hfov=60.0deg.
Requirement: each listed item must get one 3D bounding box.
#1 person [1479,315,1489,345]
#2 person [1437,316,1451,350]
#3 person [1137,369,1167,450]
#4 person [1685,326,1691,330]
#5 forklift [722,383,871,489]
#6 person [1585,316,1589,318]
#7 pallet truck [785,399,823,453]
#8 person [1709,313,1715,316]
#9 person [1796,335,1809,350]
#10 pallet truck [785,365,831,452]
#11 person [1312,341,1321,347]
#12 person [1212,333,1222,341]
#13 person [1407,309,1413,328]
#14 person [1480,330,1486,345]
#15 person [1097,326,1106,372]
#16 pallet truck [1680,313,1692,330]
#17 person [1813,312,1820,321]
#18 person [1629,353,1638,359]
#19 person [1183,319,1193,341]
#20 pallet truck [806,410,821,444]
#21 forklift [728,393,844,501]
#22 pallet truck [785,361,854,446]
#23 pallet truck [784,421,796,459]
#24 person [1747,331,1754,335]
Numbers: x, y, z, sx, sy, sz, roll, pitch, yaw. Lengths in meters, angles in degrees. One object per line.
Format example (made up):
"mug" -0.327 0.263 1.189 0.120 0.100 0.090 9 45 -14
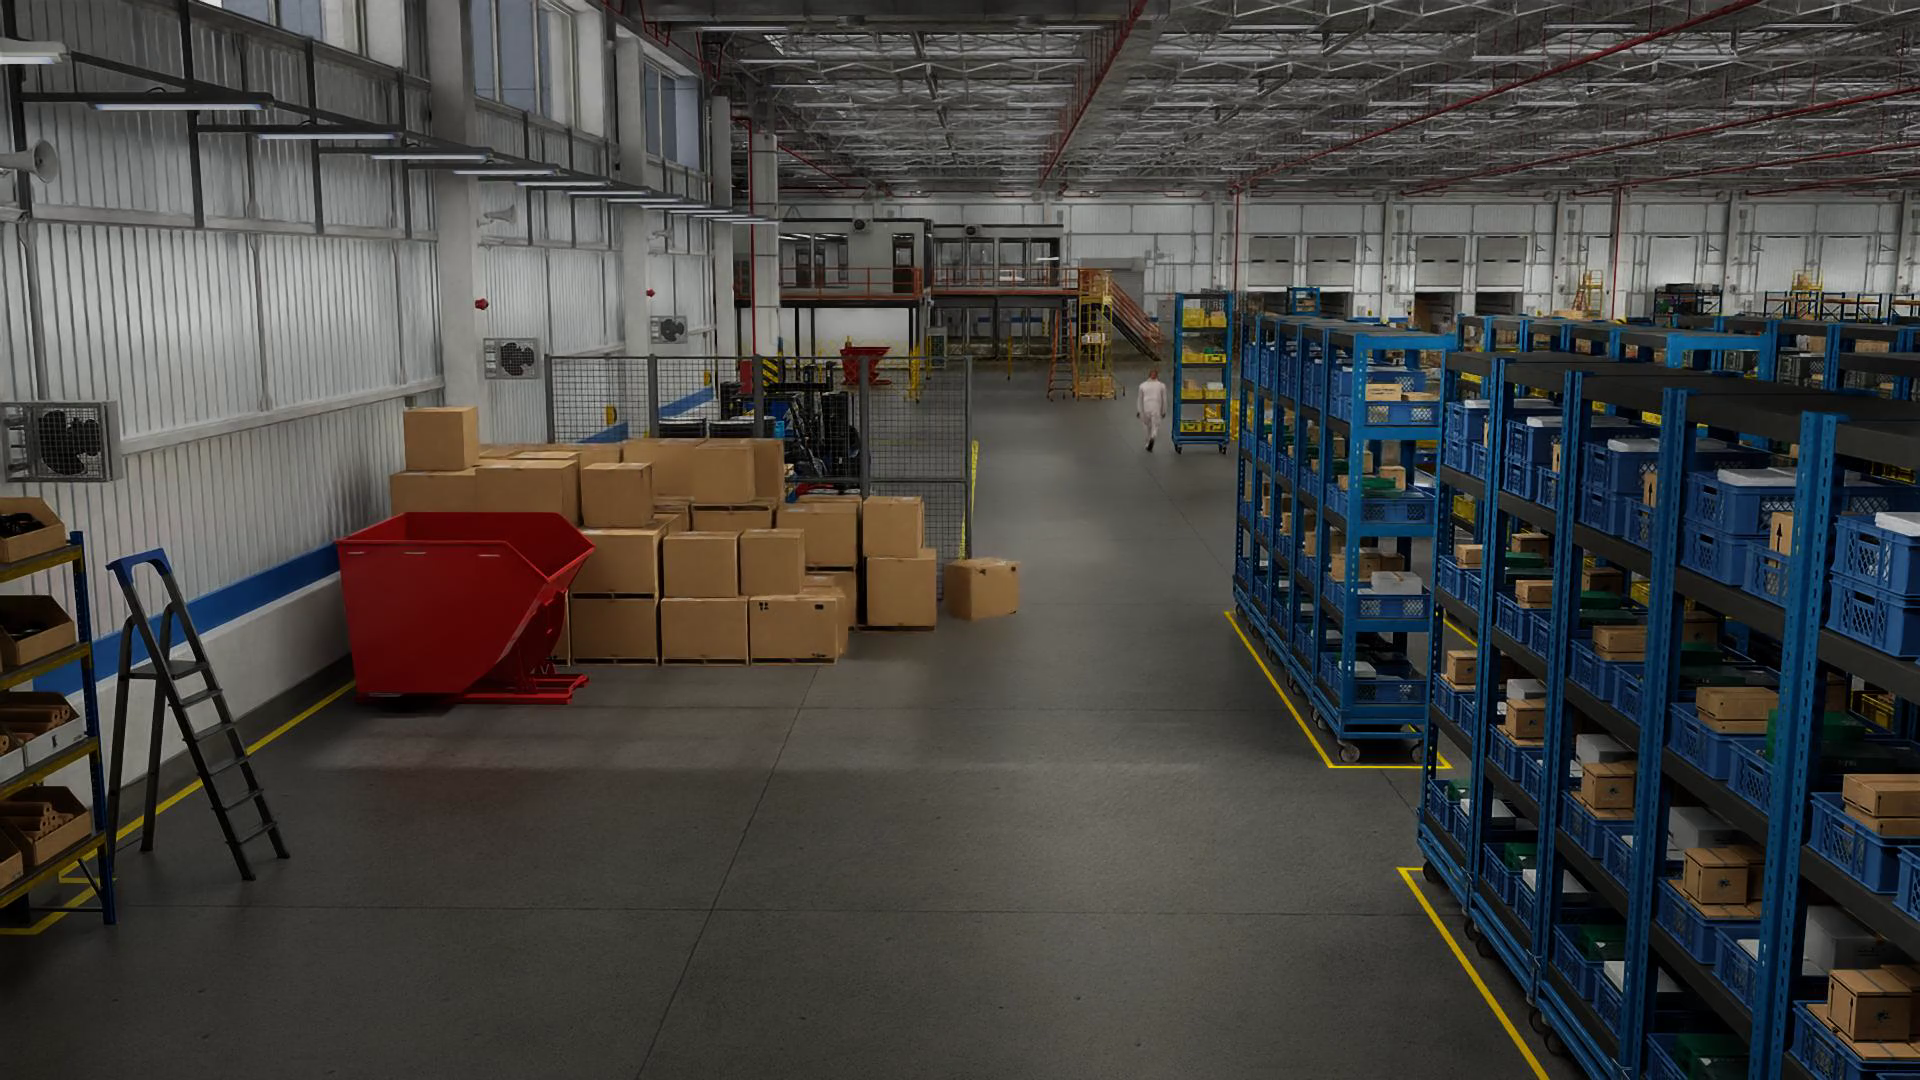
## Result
"person" 27.366 -10.832 86.709 0.941 1.791 0.657 1 9 8
"person" 23.590 -9.946 80.971 0.697 1.898 0.428 9 13 43
"person" 4.367 -2.954 37.899 0.693 1.877 0.656 3 10 18
"person" 30.258 -8.038 69.111 0.590 1.919 0.393 -7 11 -36
"forklift" -2.893 -1.687 28.729 2.680 1.987 1.157 0 9 -1
"person" 31.037 -10.172 82.411 0.439 1.870 0.577 0 9 -1
"pallet truck" -3.814 -2.432 36.419 1.630 1.274 0.653 0 9 1
"person" 39.103 -10.881 86.663 0.559 1.905 0.629 5 11 30
"person" 33.210 -7.456 65.663 0.508 1.873 0.329 9 13 43
"pallet truck" -3.774 -2.976 37.635 1.885 1.965 0.823 1 9 5
"person" 13.812 -7.214 64.041 0.589 1.915 0.398 4 10 23
"person" 15.164 -12.559 97.418 1.015 1.774 0.633 7 11 35
"person" 25.592 -12.173 94.621 0.398 1.918 0.586 5 11 29
"person" 20.681 -7.391 65.087 0.960 1.919 0.635 2 9 9
"person" 5.754 -7.780 67.786 0.350 1.837 0.502 -2 9 -9
"pallet truck" 36.315 -10.531 84.244 0.823 1.965 1.885 -6 11 -33
"person" 45.544 -11.200 88.635 0.624 1.911 0.568 0 9 1
"person" 17.388 -3.830 42.951 0.688 1.980 0.864 -8 12 -39
"person" 13.229 -12.554 97.000 0.938 1.900 0.647 -8 12 -39
"pallet truck" -3.559 -2.018 33.905 1.522 1.261 0.704 0 9 -1
"forklift" -2.979 -1.316 26.476 2.680 1.987 1.157 0 9 1
"pallet truck" -3.410 -3.193 38.978 1.885 1.965 0.823 0 9 -1
"pallet truck" -4.013 -1.793 32.705 1.601 1.201 0.680 0 9 1
"person" 28.431 -6.587 60.155 0.622 1.921 0.550 2 9 12
